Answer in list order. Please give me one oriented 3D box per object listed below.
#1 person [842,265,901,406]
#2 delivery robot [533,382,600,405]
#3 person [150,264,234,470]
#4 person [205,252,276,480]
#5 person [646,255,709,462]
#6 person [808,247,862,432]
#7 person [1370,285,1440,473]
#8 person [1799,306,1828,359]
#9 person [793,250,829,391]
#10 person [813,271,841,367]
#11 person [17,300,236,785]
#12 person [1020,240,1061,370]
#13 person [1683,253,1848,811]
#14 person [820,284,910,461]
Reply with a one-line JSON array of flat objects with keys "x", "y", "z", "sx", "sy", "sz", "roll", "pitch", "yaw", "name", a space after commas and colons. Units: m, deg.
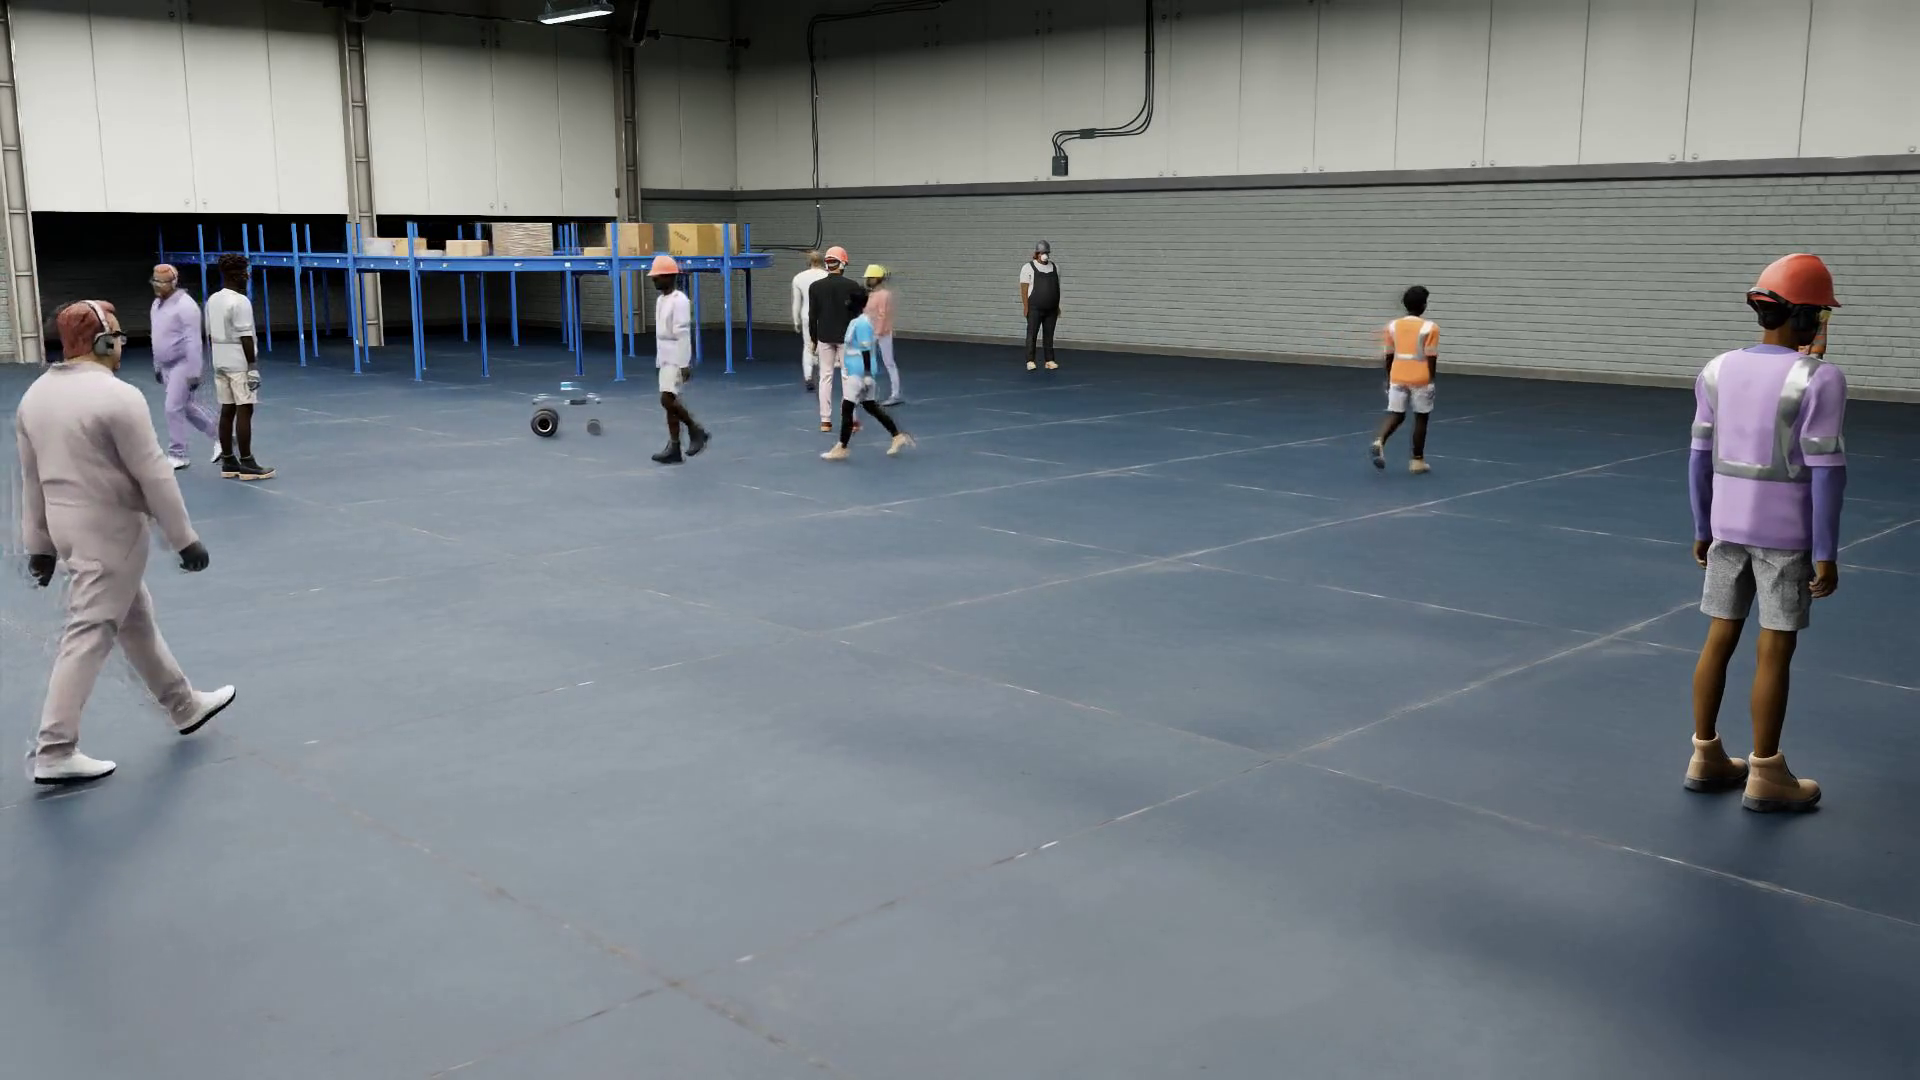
[{"x": -1.081, "y": -2.517, "z": 20.557, "sx": 0.818, "sy": 1.737, "sz": 0.523, "roll": -6, "pitch": 12, "yaw": -28, "name": "person"}, {"x": -4.221, "y": -1.575, "z": 17.823, "sx": 0.698, "sy": 0.223, "sz": 0.335, "roll": -2, "pitch": 11, "yaw": -11, "name": "delivery robot"}, {"x": -7.006, "y": -1.578, "z": 15.156, "sx": 0.740, "sy": 1.862, "sz": 0.733, "roll": 8, "pitch": 13, "yaw": 36, "name": "person"}, {"x": -6.321, "y": -1.522, "z": 14.530, "sx": 0.609, "sy": 1.964, "sz": 0.367, "roll": 8, "pitch": 13, "yaw": 37, "name": "person"}, {"x": -2.680, "y": -1.685, "z": 15.533, "sx": 0.457, "sy": 1.925, "sz": 0.573, "roll": -7, "pitch": 12, "yaw": -32, "name": "person"}, {"x": -1.333, "y": -2.175, "z": 18.039, "sx": 0.611, "sy": 1.985, "sz": 0.393, "roll": 2, "pitch": 11, "yaw": 10, "name": "person"}, {"x": 3.954, "y": -1.411, "z": 14.720, "sx": 0.661, "sy": 1.678, "sz": 0.540, "roll": -10, "pitch": 14, "yaw": -43, "name": "person"}, {"x": 9.359, "y": -2.049, "z": 18.293, "sx": 0.309, "sy": 1.641, "sz": 0.514, "roll": 8, "pitch": 13, "yaw": 36, "name": "person"}, {"x": -1.967, "y": -2.997, "z": 22.721, "sx": 0.645, "sy": 1.917, "sz": 0.793, "roll": 1, "pitch": 10, "yaw": 6, "name": "person"}, {"x": -2.117, "y": -3.559, "z": 26.603, "sx": 0.513, "sy": 1.611, "sz": 0.633, "roll": 4, "pitch": 11, "yaw": 22, "name": "person"}, {"x": -3.346, "y": -0.016, "z": 6.634, "sx": 0.646, "sy": 1.854, "sz": 1.004, "roll": 7, "pitch": 12, "yaw": 32, "name": "person"}, {"x": 1.322, "y": -3.709, "z": 26.367, "sx": 0.687, "sy": 2.000, "sz": 0.538, "roll": -4, "pitch": 11, "yaw": -23, "name": "person"}, {"x": 3.018, "y": -0.033, "z": 6.203, "sx": 0.387, "sy": 2.041, "sz": 0.615, "roll": -5, "pitch": 11, "yaw": -25, "name": "person"}, {"x": -0.883, "y": -1.588, "z": 15.719, "sx": 0.839, "sy": 1.665, "sz": 0.539, "roll": -2, "pitch": 11, "yaw": -9, "name": "person"}]
